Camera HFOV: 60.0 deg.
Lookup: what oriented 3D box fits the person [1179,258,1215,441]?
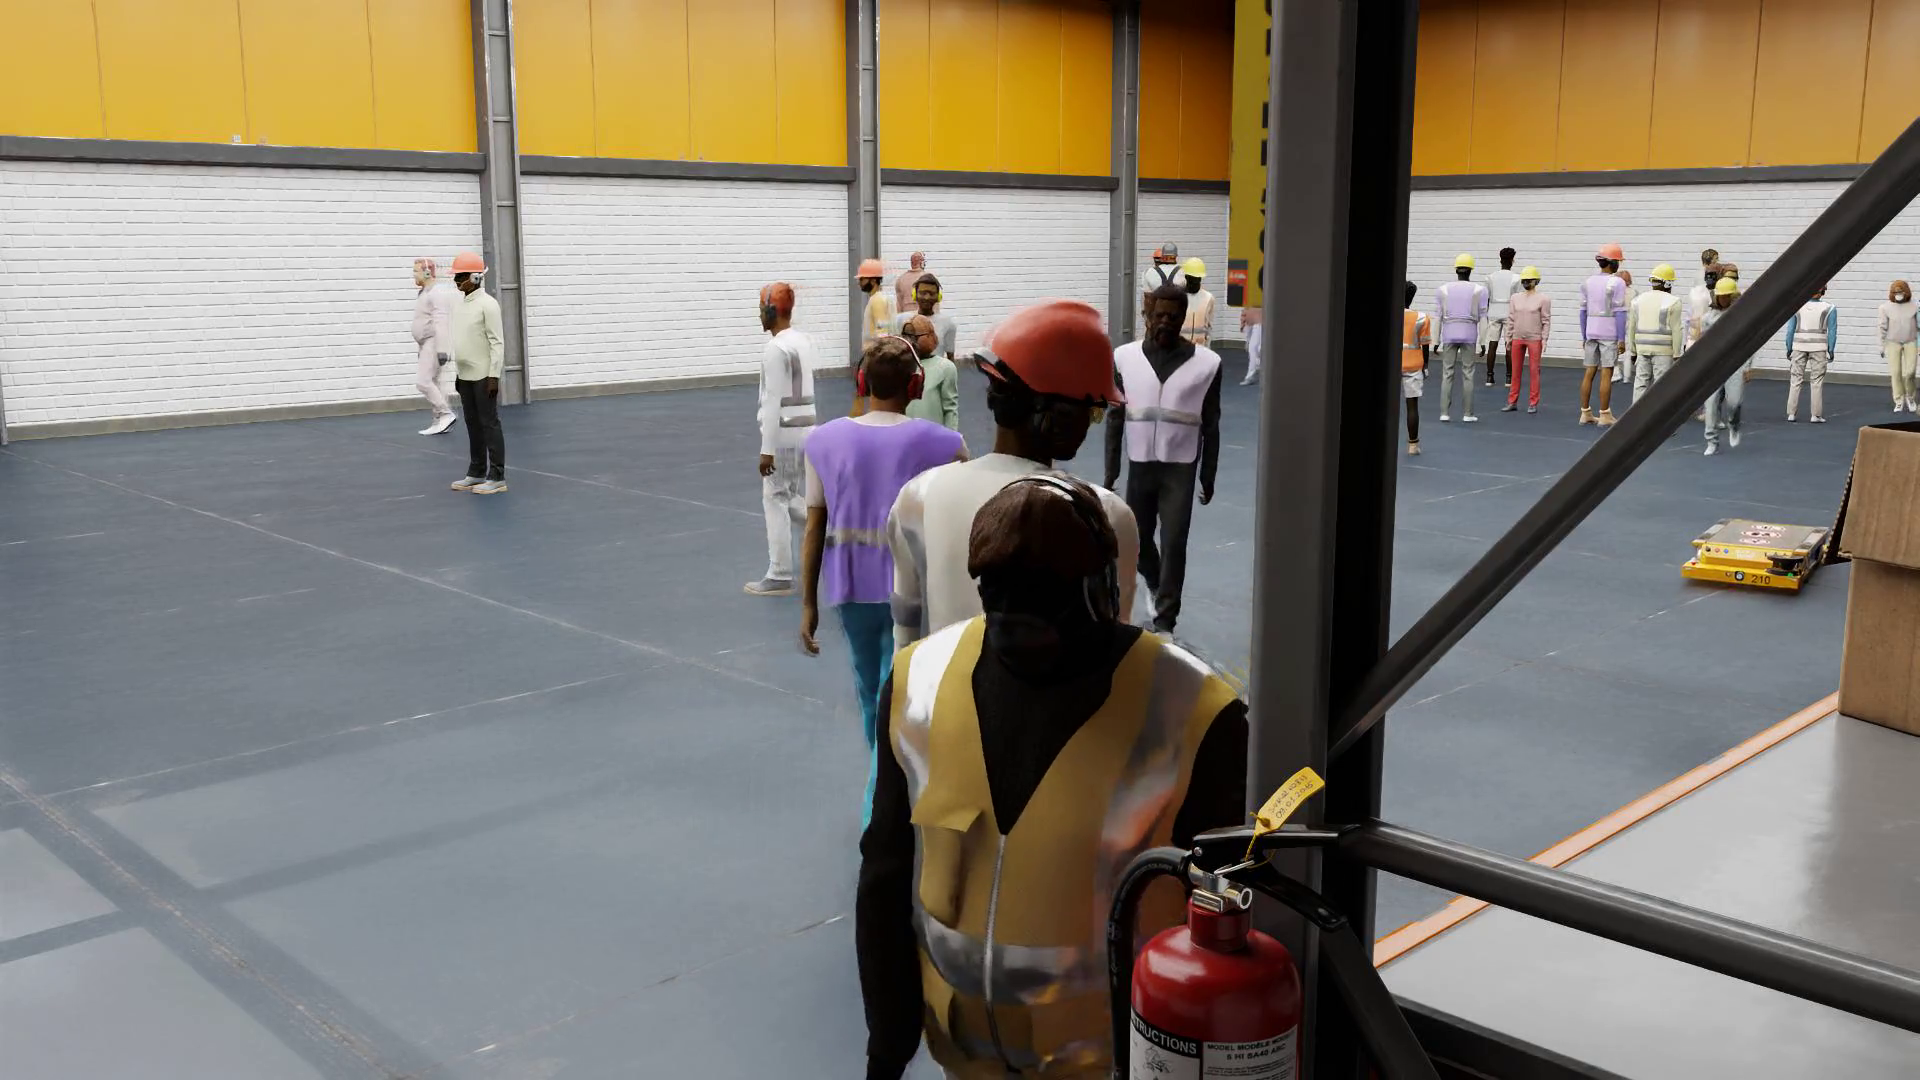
[{"bbox_3d":[2.394,-1.950,17.185,0.594,1.888,0.903,-2,11,-11],"label":"person"}]

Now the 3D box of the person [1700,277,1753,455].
[{"bbox_3d":[7.443,-1.687,16.181,0.507,1.726,0.463,7,13,34],"label":"person"}]

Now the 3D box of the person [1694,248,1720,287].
[{"bbox_3d":[10.940,-3.305,24.445,0.372,1.940,0.631,4,11,19],"label":"person"}]

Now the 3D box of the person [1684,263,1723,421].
[{"bbox_3d":[8.498,-2.236,18.950,0.640,1.812,0.761,10,15,44],"label":"person"}]

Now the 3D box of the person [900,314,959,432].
[{"bbox_3d":[-0.264,-0.624,10.659,0.507,1.631,0.278,2,11,13],"label":"person"}]

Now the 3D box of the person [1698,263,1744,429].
[{"bbox_3d":[8.485,-2.164,18.543,0.534,1.824,0.700,1,10,5],"label":"person"}]

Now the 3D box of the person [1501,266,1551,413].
[{"bbox_3d":[6.820,-2.406,20.010,0.523,1.769,0.324,10,14,42],"label":"person"}]

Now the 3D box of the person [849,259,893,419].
[{"bbox_3d":[-0.897,-1.802,16.374,1.001,1.885,0.568,0,10,0],"label":"person"}]

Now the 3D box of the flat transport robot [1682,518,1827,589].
[{"bbox_3d":[5.098,0.068,10.603,0.652,0.197,1.431,7,12,33],"label":"flat transport robot"}]

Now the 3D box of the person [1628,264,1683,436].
[{"bbox_3d":[7.417,-2.016,17.703,0.404,1.830,0.601,-7,13,-34],"label":"person"}]

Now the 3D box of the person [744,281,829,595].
[{"bbox_3d":[-0.958,-0.586,9.832,0.596,1.871,0.600,2,11,9],"label":"person"}]

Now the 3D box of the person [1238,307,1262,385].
[{"bbox_3d":[4.288,-3.082,23.762,0.678,1.739,0.545,-6,12,-32],"label":"person"}]

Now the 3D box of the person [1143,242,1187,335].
[{"bbox_3d":[2.933,-3.178,23.473,0.682,2.000,0.537,2,11,10],"label":"person"}]

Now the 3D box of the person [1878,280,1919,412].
[{"bbox_3d":[11.350,-2.333,20.052,0.552,1.597,0.423,7,12,32],"label":"person"}]

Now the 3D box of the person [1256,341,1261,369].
[{"bbox_3d":[4.903,-3.620,26.340,0.585,1.866,0.661,-8,13,-37],"label":"person"}]

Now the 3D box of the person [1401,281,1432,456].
[{"bbox_3d":[4.285,-1.660,16.133,0.540,1.695,0.317,3,11,15],"label":"person"}]

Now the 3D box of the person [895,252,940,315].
[{"bbox_3d":[-0.557,-2.985,22.788,0.643,1.909,0.409,5,12,26],"label":"person"}]

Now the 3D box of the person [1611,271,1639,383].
[{"bbox_3d":[9.526,-3.050,23.901,0.629,1.624,0.320,-2,11,-13],"label":"person"}]

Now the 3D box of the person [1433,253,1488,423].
[{"bbox_3d":[5.720,-2.303,19.019,0.594,1.922,0.386,4,11,22],"label":"person"}]

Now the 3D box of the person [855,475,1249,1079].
[{"bbox_3d":[0.166,0.772,2.646,0.638,1.797,0.969,6,12,29],"label":"person"}]

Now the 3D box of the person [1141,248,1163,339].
[{"bbox_3d":[3.305,-3.891,27.710,0.556,1.915,0.447,5,12,27],"label":"person"}]

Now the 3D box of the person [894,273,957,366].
[{"bbox_3d":[-0.283,-1.170,13.056,0.530,1.849,0.634,1,10,4],"label":"person"}]

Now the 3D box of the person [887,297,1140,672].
[{"bbox_3d":[0.038,0.515,3.410,0.618,2.018,0.811,8,13,36],"label":"person"}]

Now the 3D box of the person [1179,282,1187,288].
[{"bbox_3d":[2.488,-2.080,18.677,0.515,1.610,0.705,3,11,17],"label":"person"}]

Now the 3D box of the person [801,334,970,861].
[{"bbox_3d":[-0.226,0.191,5.788,0.586,1.790,0.984,2,11,13],"label":"person"}]

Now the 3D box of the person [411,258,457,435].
[{"bbox_3d":[-5.653,-2.047,17.711,0.441,1.890,0.675,-6,12,-28],"label":"person"}]

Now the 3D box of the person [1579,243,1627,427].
[{"bbox_3d":[7.201,-2.284,18.588,0.378,2.045,0.605,-5,12,-26],"label":"person"}]

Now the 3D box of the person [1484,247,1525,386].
[{"bbox_3d":[7.704,-3.157,23.562,0.607,1.966,0.367,7,12,33],"label":"person"}]

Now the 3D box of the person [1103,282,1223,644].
[{"bbox_3d":[1.069,-0.403,8.741,0.598,1.900,0.802,3,11,14],"label":"person"}]

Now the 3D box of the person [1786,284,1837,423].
[{"bbox_3d":[9.686,-2.147,18.949,0.523,1.639,0.306,8,13,39],"label":"person"}]

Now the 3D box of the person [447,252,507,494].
[{"bbox_3d":[-4.018,-1.381,13.800,0.624,1.992,0.386,10,14,43],"label":"person"}]

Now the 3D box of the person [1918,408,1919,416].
[{"bbox_3d":[11.594,-2.286,19.596,0.450,1.685,0.554,2,11,12],"label":"person"}]
